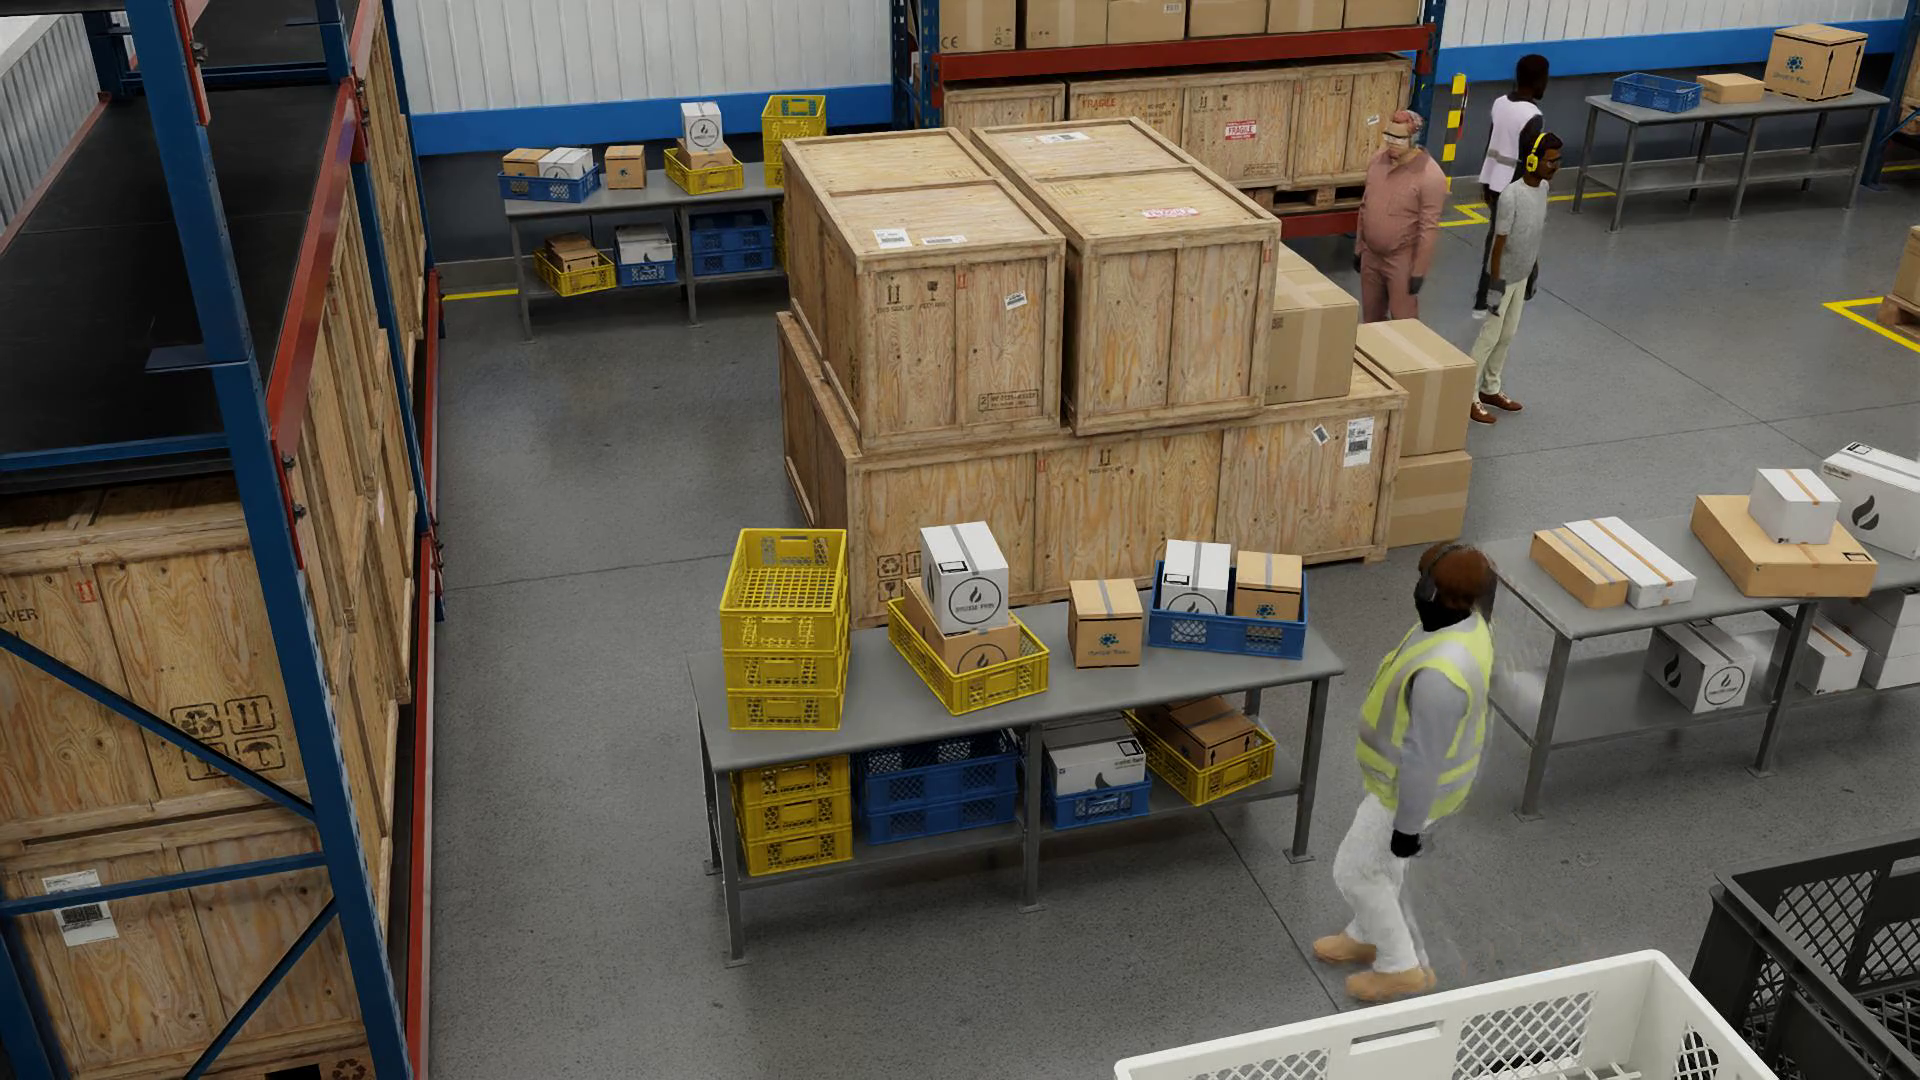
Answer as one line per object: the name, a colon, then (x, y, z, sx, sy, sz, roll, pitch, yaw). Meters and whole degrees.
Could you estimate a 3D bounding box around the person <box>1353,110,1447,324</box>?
person: (2.774, -1.831, 10.747, 0.396, 1.899, 0.636, -17, 33, -28)

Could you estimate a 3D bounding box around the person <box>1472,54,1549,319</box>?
person: (3.991, -2.545, 12.028, 0.440, 1.920, 0.592, -4, 29, -8)

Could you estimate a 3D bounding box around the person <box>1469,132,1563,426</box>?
person: (3.458, -1.635, 10.423, 0.508, 1.862, 0.333, -24, 37, -37)

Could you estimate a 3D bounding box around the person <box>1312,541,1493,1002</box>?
person: (1.605, 0.853, 5.956, 0.458, 1.810, 0.655, 9, 30, 17)
